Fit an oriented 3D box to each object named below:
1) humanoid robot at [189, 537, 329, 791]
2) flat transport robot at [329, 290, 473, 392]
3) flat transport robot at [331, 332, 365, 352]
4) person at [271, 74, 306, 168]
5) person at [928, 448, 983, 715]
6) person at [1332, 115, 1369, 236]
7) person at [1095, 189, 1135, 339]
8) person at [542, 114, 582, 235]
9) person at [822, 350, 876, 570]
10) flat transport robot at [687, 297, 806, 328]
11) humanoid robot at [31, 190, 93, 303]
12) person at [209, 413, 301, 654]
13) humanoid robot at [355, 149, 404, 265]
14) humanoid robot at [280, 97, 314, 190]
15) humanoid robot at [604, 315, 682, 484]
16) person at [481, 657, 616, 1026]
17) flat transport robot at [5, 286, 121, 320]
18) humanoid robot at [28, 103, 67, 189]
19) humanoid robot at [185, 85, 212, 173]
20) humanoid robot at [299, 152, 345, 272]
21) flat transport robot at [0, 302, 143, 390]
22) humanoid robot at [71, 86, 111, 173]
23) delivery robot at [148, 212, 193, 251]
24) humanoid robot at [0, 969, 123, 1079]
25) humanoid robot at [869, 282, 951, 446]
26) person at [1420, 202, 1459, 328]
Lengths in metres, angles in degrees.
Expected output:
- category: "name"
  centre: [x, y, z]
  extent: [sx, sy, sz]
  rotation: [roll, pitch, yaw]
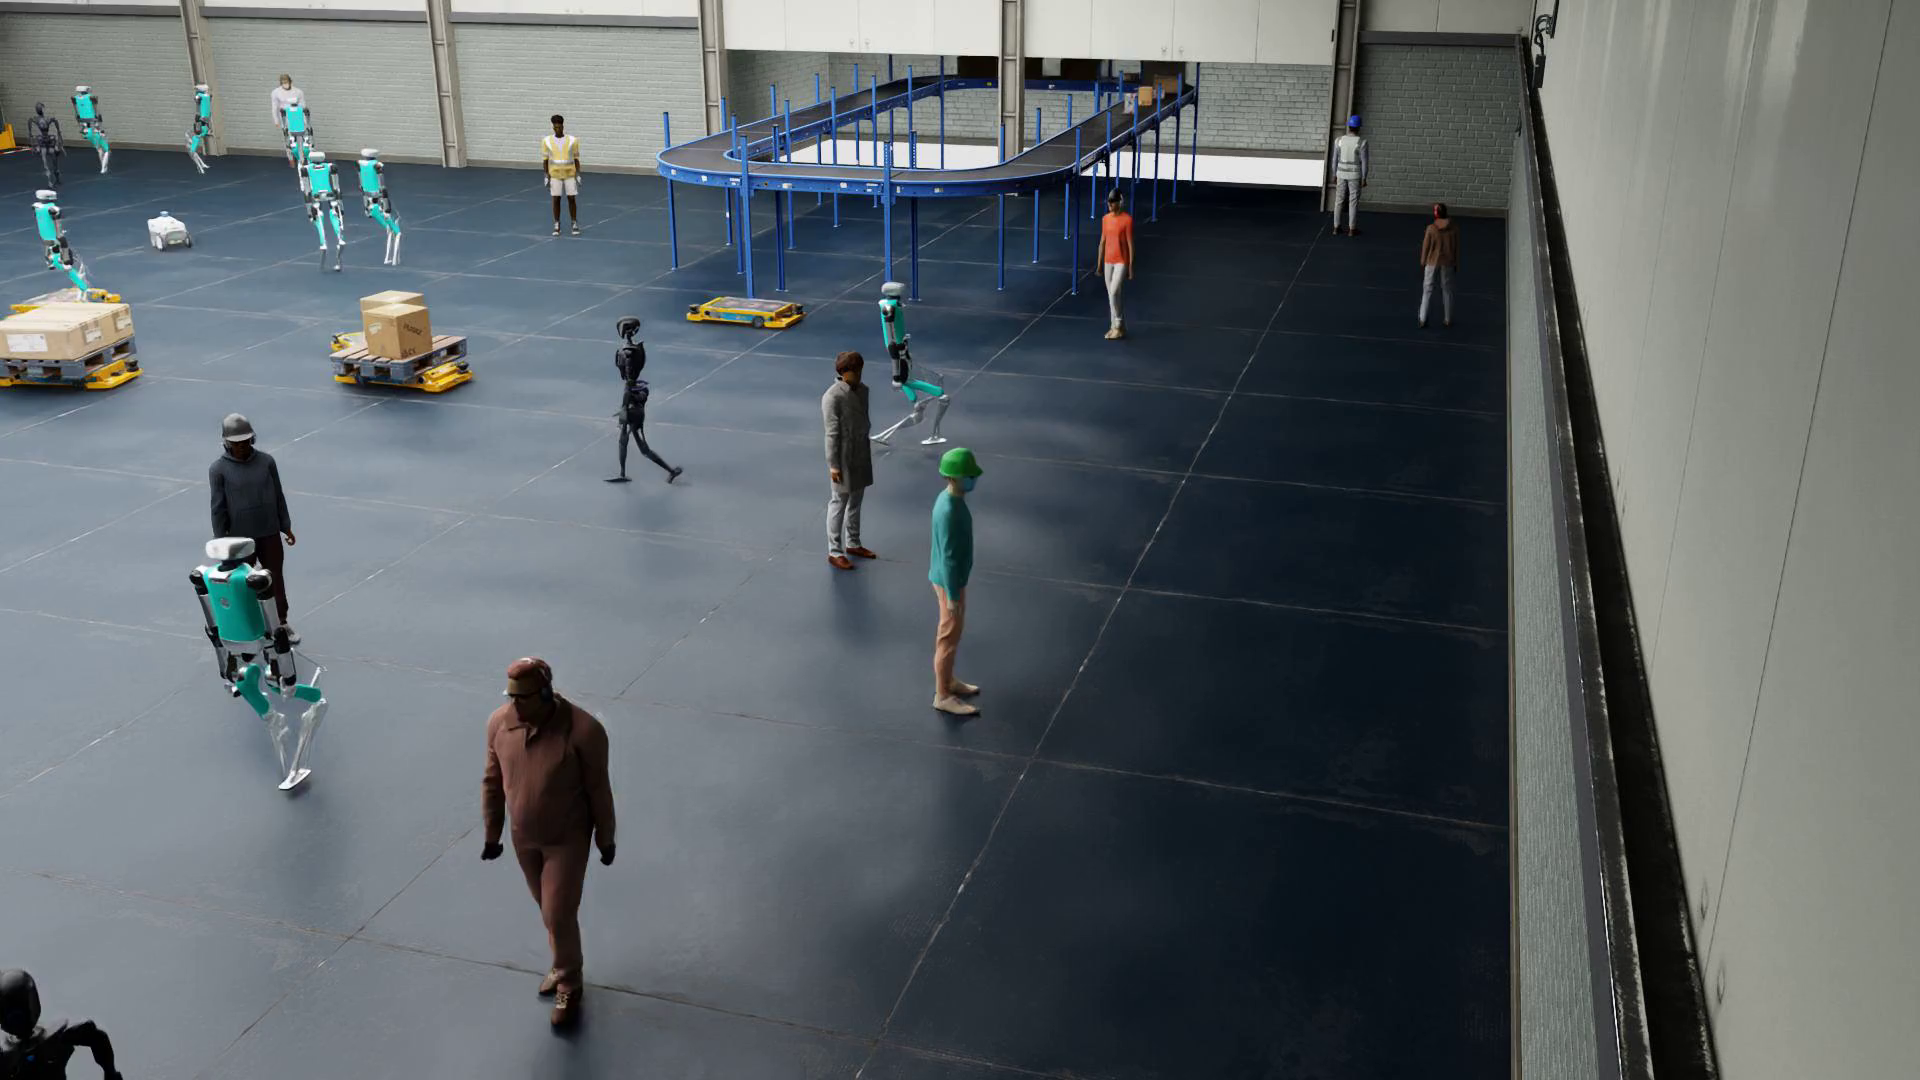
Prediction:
- category: "humanoid robot"
  centre: [-4.194, 0.800, 10.224]
  extent: [0.546, 1.904, 0.725]
  rotation: [6, 22, 15]
- category: "flat transport robot"
  centre: [-6.423, -1.936, 19.198]
  extent: [1.431, 0.231, 0.659]
  rotation: [7, 22, 17]
- category: "flat transport robot"
  centre: [-7.057, -2.319, 20.193]
  extent: [0.659, 0.231, 1.431]
  rotation: [-17, 27, -37]
- category: "person"
  centre: [-13.768, -8.616, 34.245]
  extent: [0.671, 1.913, 0.422]
  rotation: [-13, 25, -30]
- category: "person"
  centre: [-0.028, 0.266, 11.266]
  extent: [0.365, 1.869, 0.532]
  rotation: [2, 21, 4]
- category: "person"
  centre: [6.441, -6.009, 27.433]
  extent: [0.613, 1.945, 0.401]
  rotation: [14, 25, 33]
- category: "person"
  centre: [1.925, -3.441, 20.839]
  extent: [0.480, 1.896, 0.515]
  rotation: [-20, 28, -41]
- category: "person"
  centre: [-6.564, -6.029, 27.458]
  extent: [0.611, 1.963, 0.362]
  rotation: [-5, 22, -13]
- category: "person"
  centre: [-0.908, -0.672, 13.753]
  extent: [0.360, 1.828, 0.514]
  rotation: [14, 25, 33]
- category: "flat transport robot"
  centre: [-2.820, -3.009, 21.982]
  extent: [1.431, 0.231, 0.659]
  rotation: [7, 22, 18]
- category: "humanoid robot"
  centre: [-11.594, -3.664, 21.705]
  extent: [0.540, 1.849, 0.668]
  rotation: [14, 25, 32]
- category: "person"
  centre: [-5.178, -0.062, 12.190]
  extent: [0.558, 1.811, 0.370]
  rotation: [-17, 27, -37]
- category: "humanoid robot"
  centre: [-8.714, -5.037, 25.245]
  extent: [0.536, 1.829, 0.647]
  rotation: [12, 24, 29]
- category: "humanoid robot"
  centre: [-12.556, -7.549, 31.714]
  extent: [0.533, 1.793, 0.659]
  rotation: [-4, 21, -10]
- category: "humanoid robot"
  centre: [-3.032, -1.300, 15.669]
  extent: [0.744, 1.656, 0.601]
  rotation: [-2, 21, -6]
- category: "person"
  centre: [-2.062, 1.470, 8.119]
  extent: [0.667, 1.883, 0.670]
  rotation: [8, 22, 20]
- category: "flat transport robot"
  centre: [-12.068, -3.167, 22.391]
  extent: [0.659, 0.231, 1.431]
  rotation: [4, 21, 10]
- category: "humanoid robot"
  centre: [-17.540, -7.576, 31.950]
  extent: [0.617, 1.632, 0.725]
  rotation: [-10, 23, -24]
- category: "humanoid robot"
  centre: [-15.497, -8.285, 33.715]
  extent: [0.806, 1.833, 0.534]
  rotation: [2, 21, 5]
- category: "humanoid robot"
  centre: [-9.355, -4.789, 24.595]
  extent: [0.543, 1.818, 0.663]
  rotation: [-11, 24, -26]
- category: "flat transport robot"
  centre: [-10.286, -1.933, 19.191]
  extent: [1.431, 0.231, 0.659]
  rotation: [2, 21, 5]
- category: "humanoid robot"
  centre: [-17.499, -8.298, 33.794]
  extent: [0.530, 1.861, 0.794]
  rotation: [2, 21, 5]
- category: "delivery robot"
  centre: [-12.662, -4.935, 26.582]
  extent: [0.797, 0.595, 0.499]
  rotation: [20, 29, 41]
- category: "humanoid robot"
  centre: [-3.413, 2.327, 6.290]
  extent: [0.588, 1.649, 0.758]
  rotation: [-14, 25, -33]
- category: "humanoid robot"
  centre: [-0.433, -1.696, 16.567]
  extent: [1.027, 1.743, 0.547]
  rotation: [2, 21, 4]
- category: "person"
  centre: [6.206, -3.554, 21.512]
  extent: [0.487, 1.631, 0.448]
  rotation: [2, 21, 6]
